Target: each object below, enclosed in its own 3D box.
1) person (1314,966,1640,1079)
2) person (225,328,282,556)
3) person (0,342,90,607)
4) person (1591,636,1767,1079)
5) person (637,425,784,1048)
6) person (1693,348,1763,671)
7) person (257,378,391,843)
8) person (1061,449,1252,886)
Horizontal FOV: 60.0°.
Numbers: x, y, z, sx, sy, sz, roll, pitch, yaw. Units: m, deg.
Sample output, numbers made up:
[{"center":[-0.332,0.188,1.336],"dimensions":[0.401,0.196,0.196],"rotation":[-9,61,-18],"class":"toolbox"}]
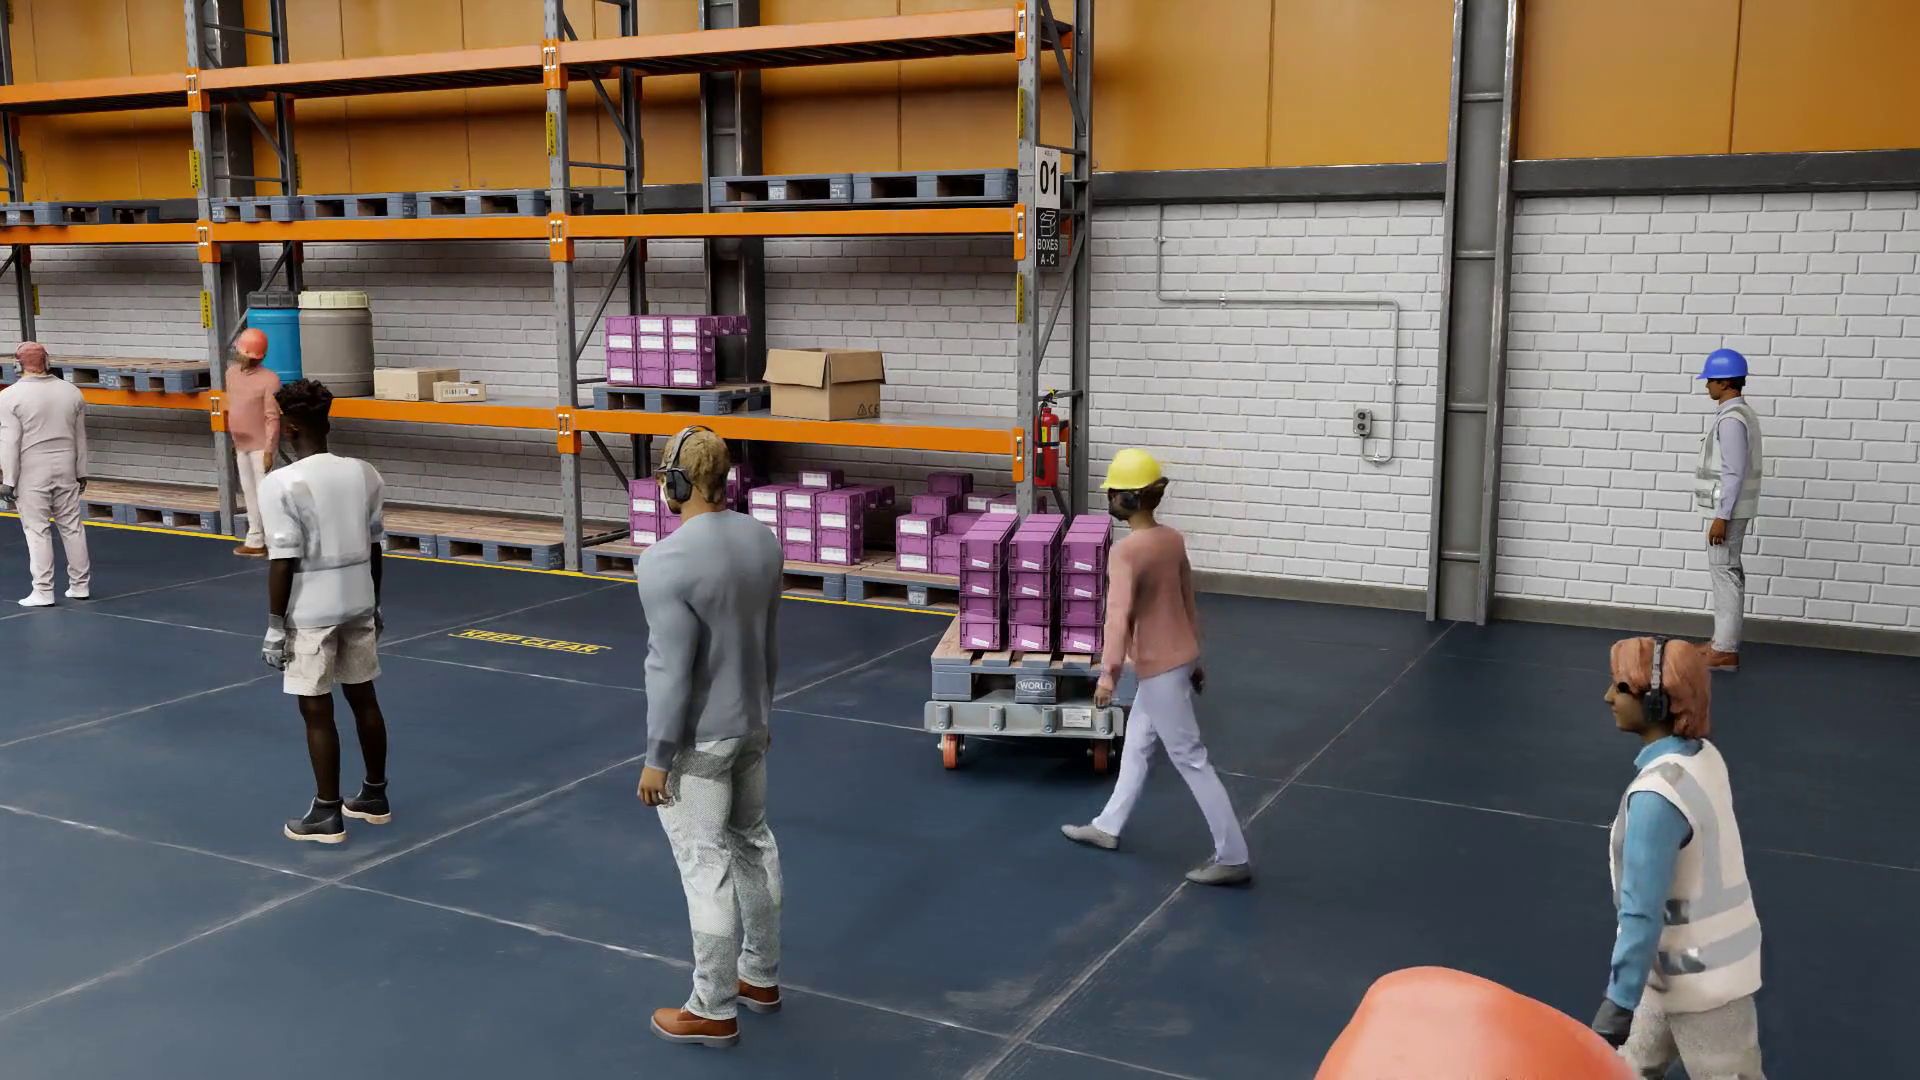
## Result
[{"center":[0.372,1.253,1.241],"dimensions":[0.374,1.933,0.550],"rotation":[5,10,27],"class":"person"},{"center":[-5.901,-0.782,13.807],"dimensions":[0.769,1.950,0.391],"rotation":[6,11,32],"class":"person"},{"center":[-6.611,-0.472,11.980],"dimensions":[0.401,1.904,0.649],"rotation":[5,10,27],"class":"person"},{"center":[1.675,1.008,3.825],"dimensions":[0.848,1.583,0.523],"rotation":[5,10,28],"class":"person"},{"center":[-0.778,0.609,5.205],"dimensions":[0.356,1.938,0.633],"rotation":[5,10,27],"class":"person"},{"center":[4.617,-0.182,10.063],"dimensions":[0.404,1.943,0.612],"rotation":[5,10,27],"class":"person"},{"center":[-2.695,0.296,7.056],"dimensions":[0.364,1.962,0.612],"rotation":[5,10,27],"class":"person"},{"center":[0.791,0.497,6.596],"dimensions":[0.894,1.707,0.536],"rotation":[5,10,28],"class":"person"}]
